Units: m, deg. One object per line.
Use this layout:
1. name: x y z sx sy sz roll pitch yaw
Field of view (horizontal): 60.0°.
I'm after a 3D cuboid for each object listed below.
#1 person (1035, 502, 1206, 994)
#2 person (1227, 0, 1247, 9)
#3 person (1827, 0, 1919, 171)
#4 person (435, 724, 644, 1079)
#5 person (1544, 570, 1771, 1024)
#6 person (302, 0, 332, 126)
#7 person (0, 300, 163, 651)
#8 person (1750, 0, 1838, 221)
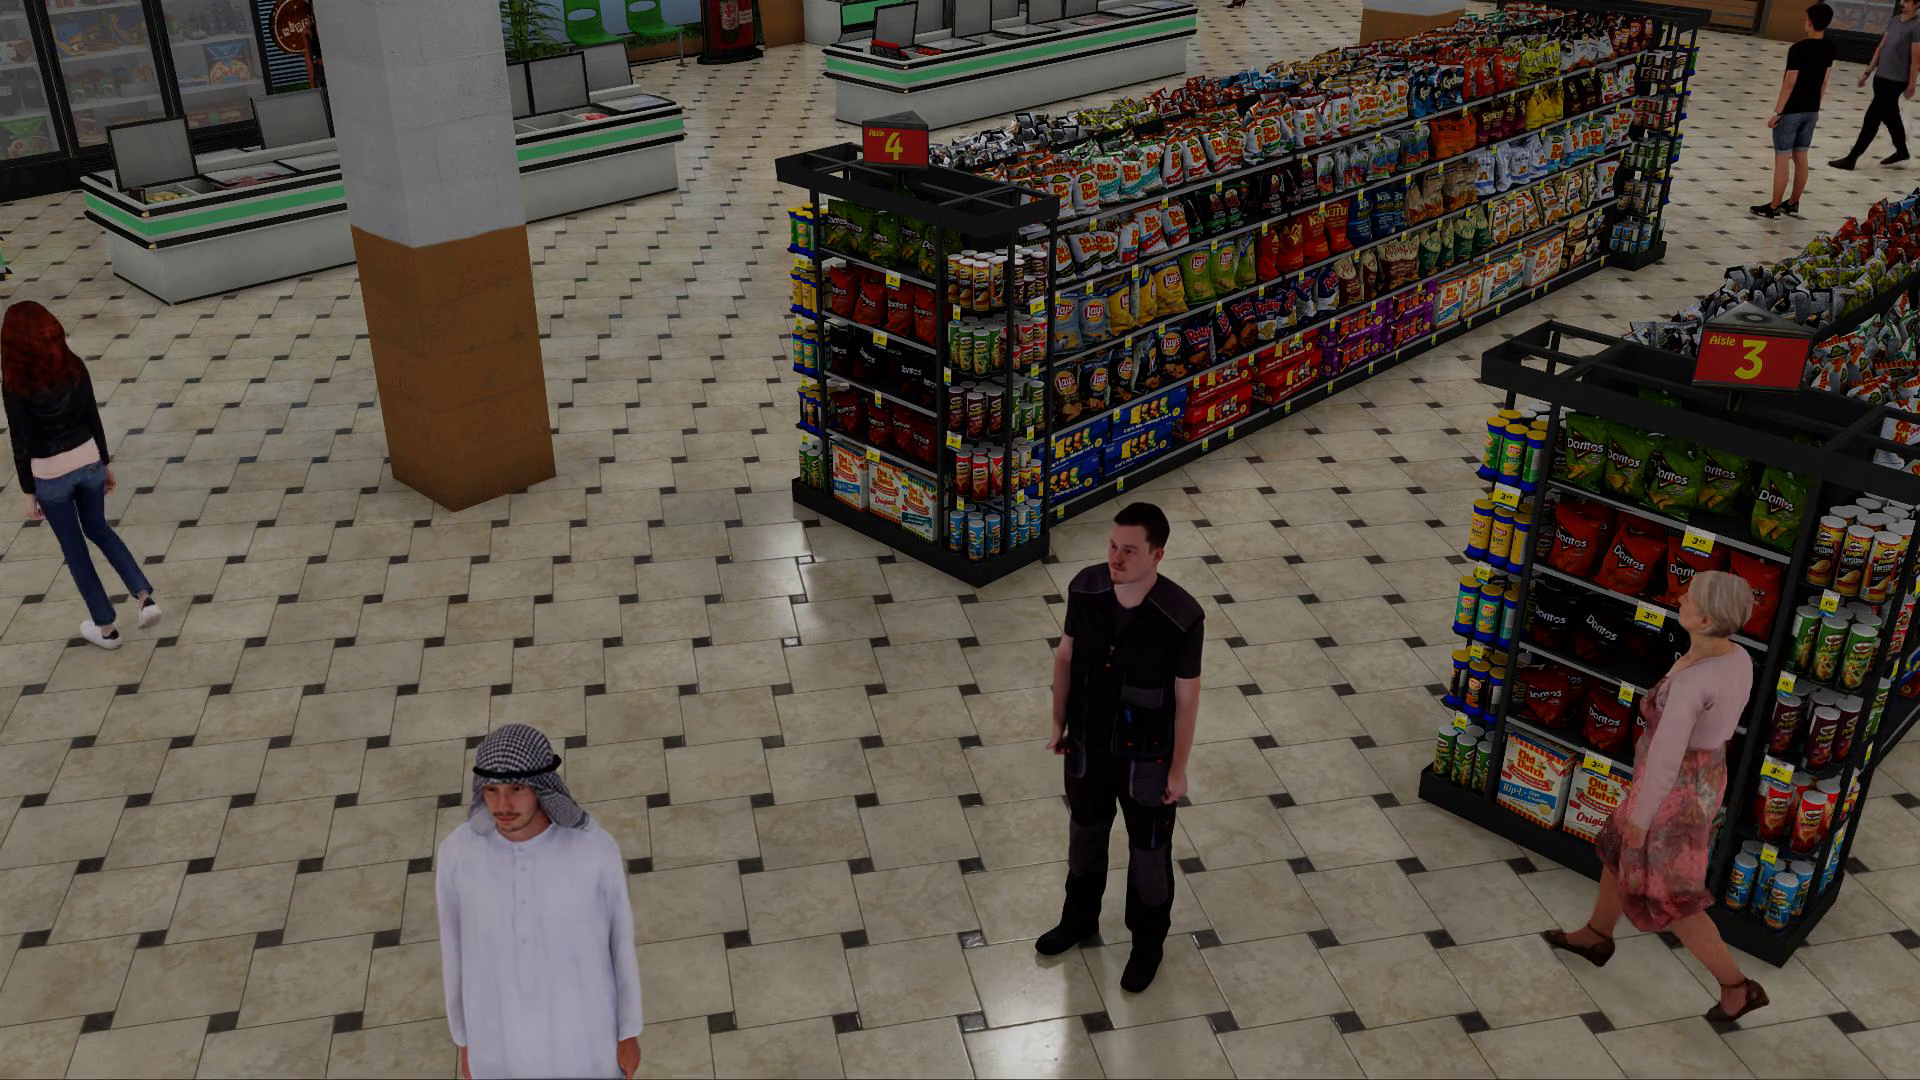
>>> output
1. person: 0.570 0.712 5.801 0.746 1.846 0.652 17 32 30
2. person: 4.161 -8.810 24.724 0.661 1.712 0.510 19 32 32
3. person: 9.087 -4.435 16.097 1.204 1.713 1.106 -2 27 -3
4. person: -1.113 1.327 4.499 0.781 1.927 0.858 -3 27 -6
5. person: 2.484 0.911 5.613 0.691 1.660 0.956 21 34 36
6. person: -6.069 -4.423 16.089 0.563 1.699 0.704 -12 29 -22
7. person: -4.099 -0.242 7.757 0.743 1.778 0.801 15 31 27
8. person: 7.383 -3.770 14.637 0.658 1.846 0.798 -10 28 -18
